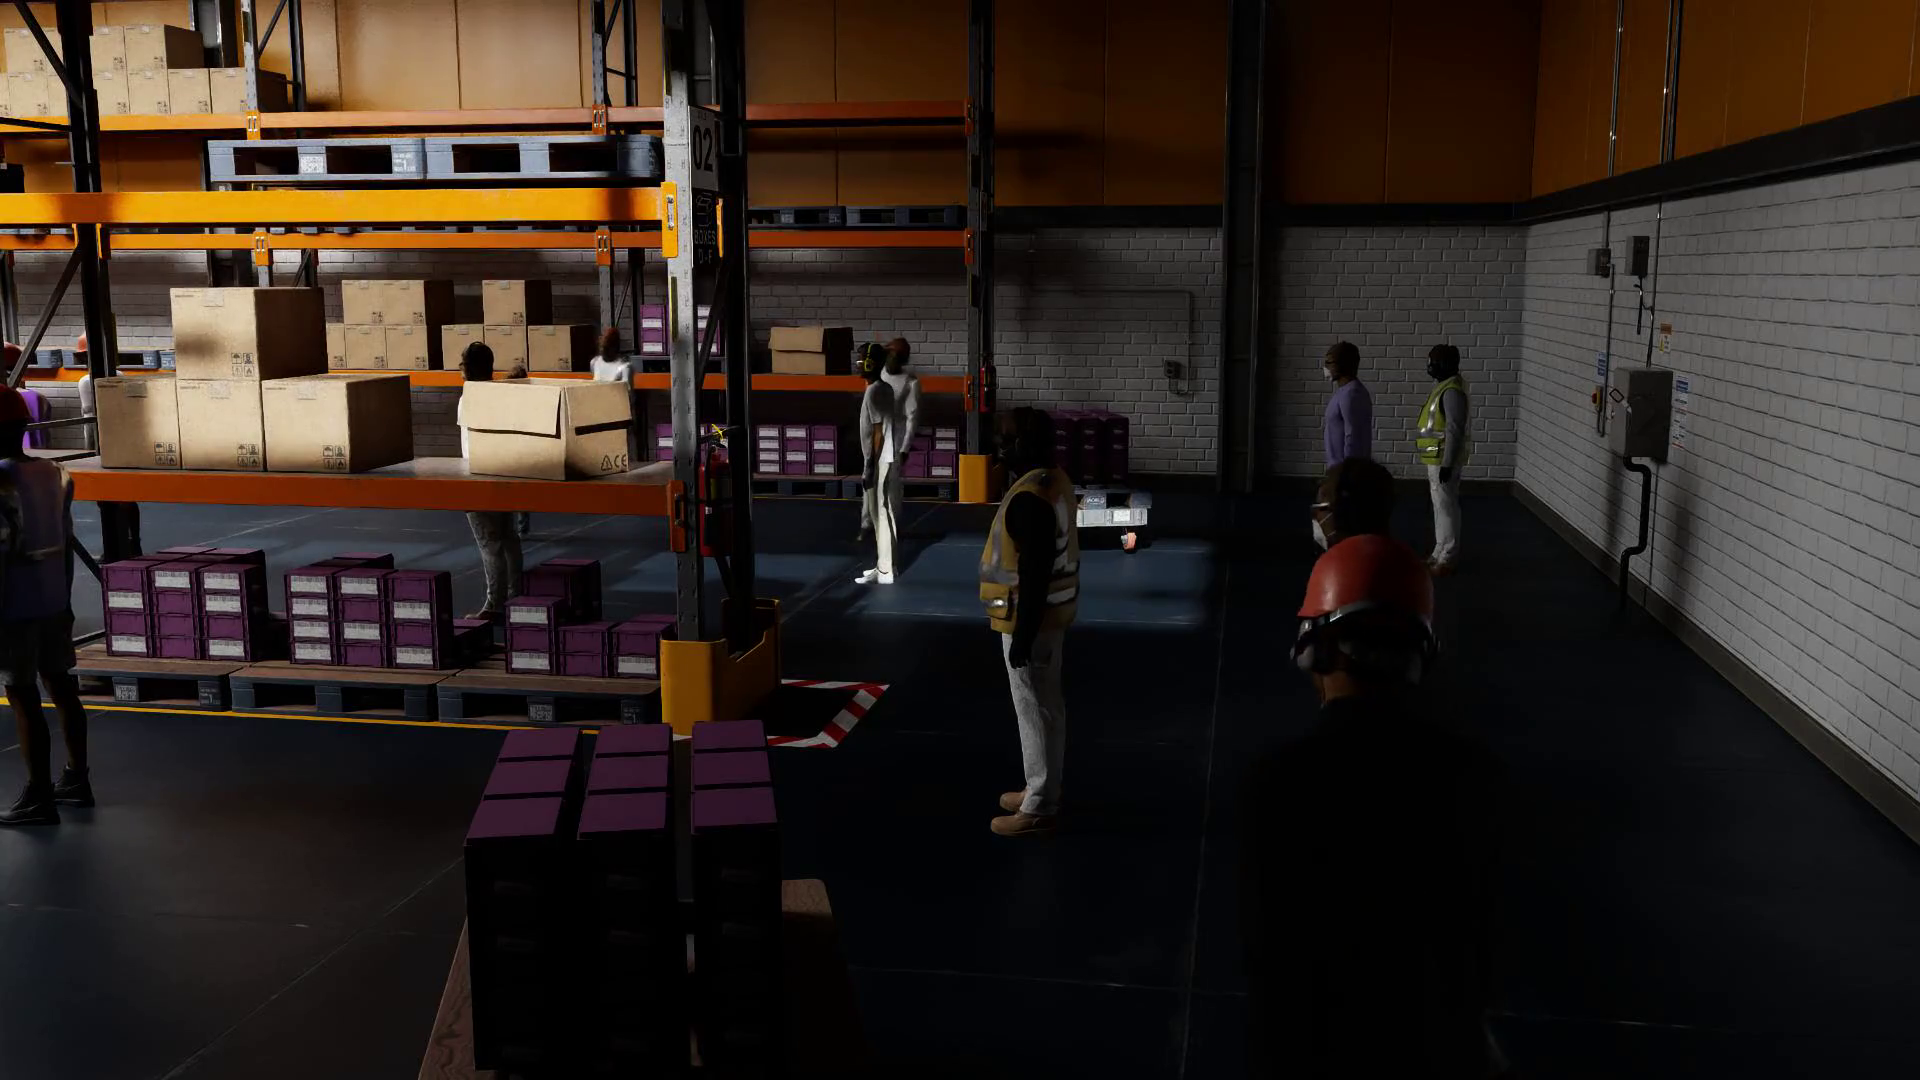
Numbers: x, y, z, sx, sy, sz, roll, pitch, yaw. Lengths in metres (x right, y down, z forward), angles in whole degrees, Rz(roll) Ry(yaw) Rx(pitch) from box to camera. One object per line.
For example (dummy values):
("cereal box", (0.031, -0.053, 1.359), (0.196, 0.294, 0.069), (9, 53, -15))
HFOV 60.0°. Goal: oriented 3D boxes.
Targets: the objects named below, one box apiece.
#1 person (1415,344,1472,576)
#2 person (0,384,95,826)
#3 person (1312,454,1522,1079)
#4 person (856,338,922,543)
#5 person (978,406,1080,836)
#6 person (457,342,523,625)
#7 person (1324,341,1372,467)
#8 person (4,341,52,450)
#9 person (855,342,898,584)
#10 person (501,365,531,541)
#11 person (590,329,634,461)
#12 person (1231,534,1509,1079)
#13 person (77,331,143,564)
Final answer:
("person", (3.840, -0.637, 13.253), (0.428, 1.842, 0.631), (2, 9, 10))
("person", (-4.106, 0.281, 7.266), (0.374, 1.933, 0.550), (2, 9, 10))
("person", (1.307, 0.715, 4.727), (0.736, 1.899, 0.650), (6, 11, 33))
("person", (-0.654, -0.870, 14.718), (0.661, 1.831, 0.729), (4, 10, 22))
("person", (0.295, 0.346, 7.156), (0.428, 1.842, 0.631), (2, 9, 10))
("person", (-3.219, -0.382, 11.376), (0.353, 1.936, 0.633), (2, 9, 10))
("person", (2.680, -0.411, 11.552), (0.353, 1.936, 0.633), (2, 9, 10))
("person", (-6.490, -0.393, 11.442), (0.376, 1.935, 0.550), (2, 9, 10))
("person", (-0.650, -0.590, 12.879), (0.313, 1.869, 0.528), (2, 9, 10))
("person", (-3.964, -0.742, 14.656), (0.576, 1.597, 0.534), (3, 10, 19))
("person", (-3.516, -1.215, 16.858), (0.603, 1.830, 0.753), (5, 10, 28))
("person", (0.717, 0.967, 3.011), (0.618, 1.933, 0.899), (-3, 10, -20))
("person", (-7.066, -0.763, 13.745), (0.374, 1.933, 0.550), (2, 9, 10))
